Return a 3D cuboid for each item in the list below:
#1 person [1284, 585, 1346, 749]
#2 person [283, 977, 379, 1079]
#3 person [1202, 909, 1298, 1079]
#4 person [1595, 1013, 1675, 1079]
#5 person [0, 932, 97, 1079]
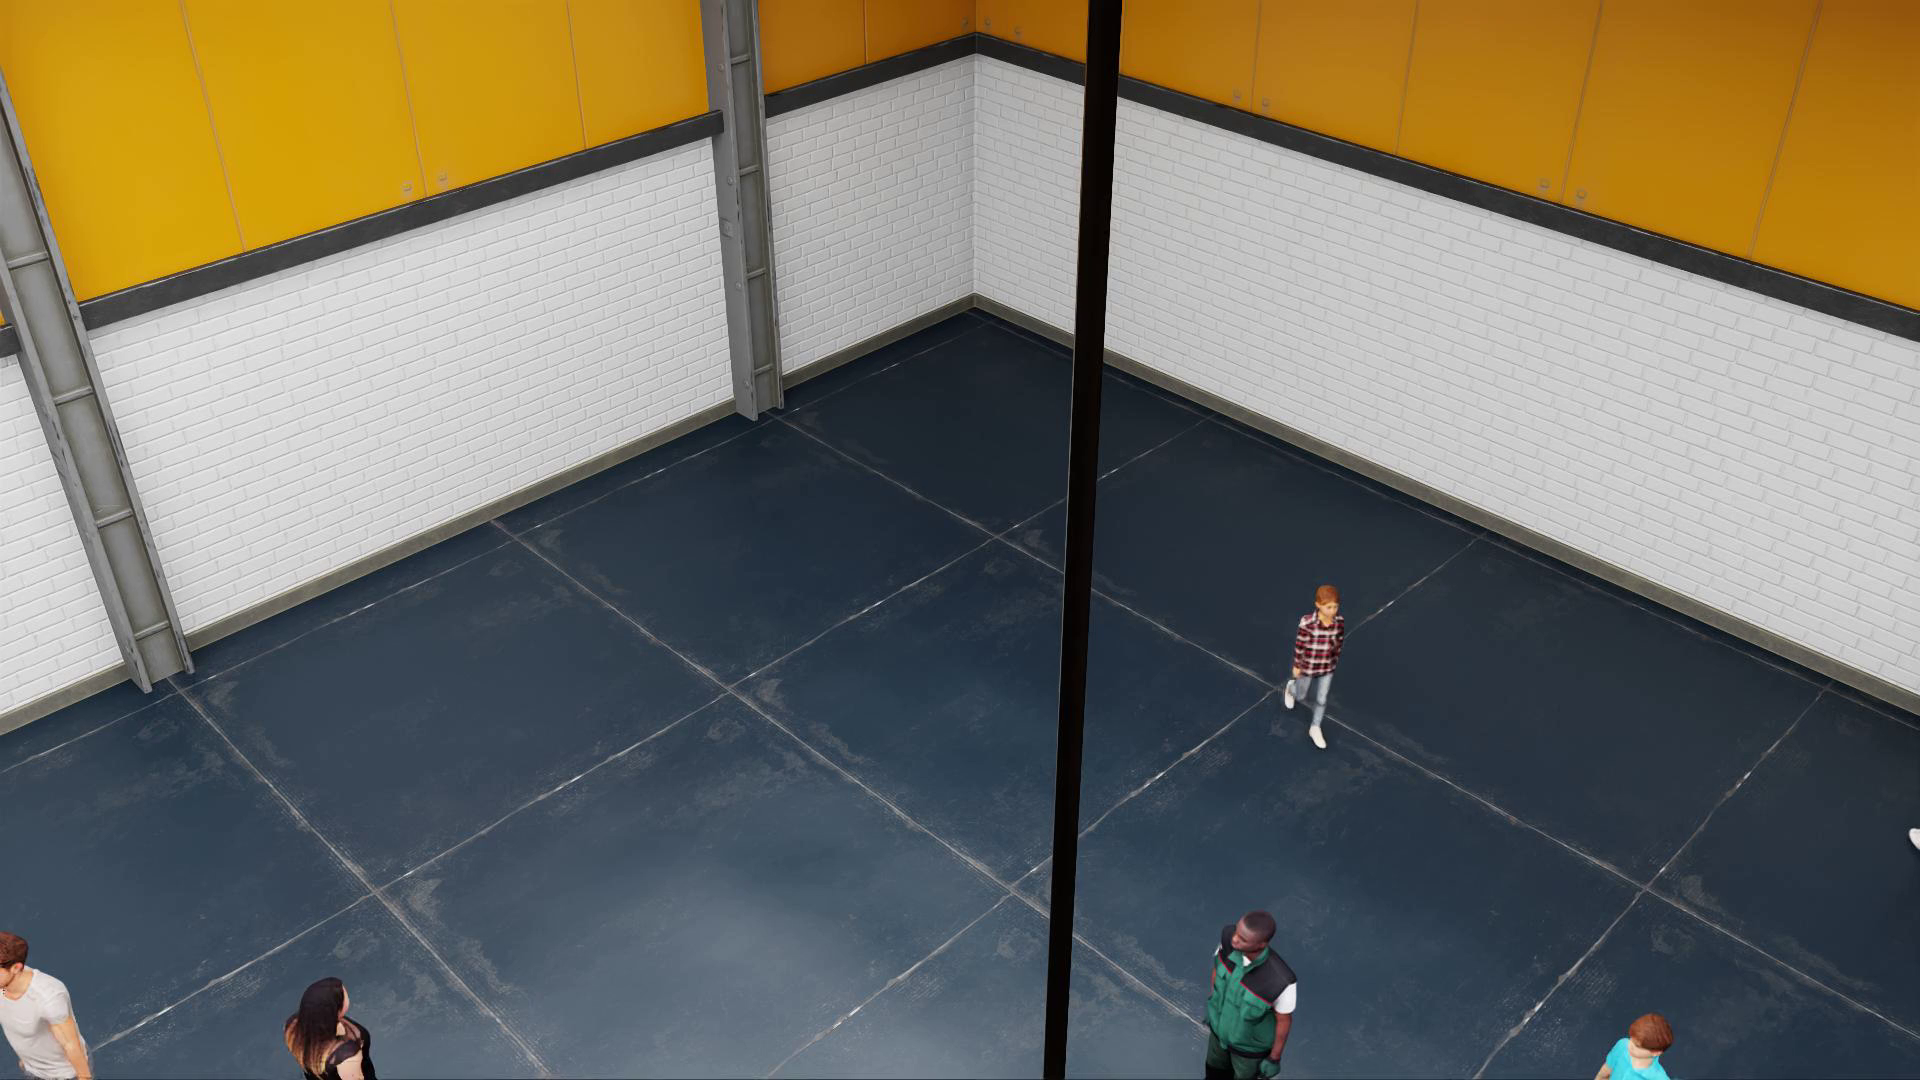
[{"bbox_3d":[2.568,0.855,12.103,0.831,1.292,0.854,-5,34,-7],"label":"person"},{"bbox_3d":[-3.243,2.953,8.587,0.857,1.692,1.100,16,37,22],"label":"person"},{"bbox_3d":[1.527,2.632,8.937,0.654,1.839,0.717,-22,39,-29],"label":"person"},{"bbox_3d":[3.543,3.004,8.737,0.686,1.441,0.651,-12,35,-17],"label":"person"},{"bbox_3d":[-4.741,2.731,8.741,0.726,1.892,0.674,15,36,21],"label":"person"}]
